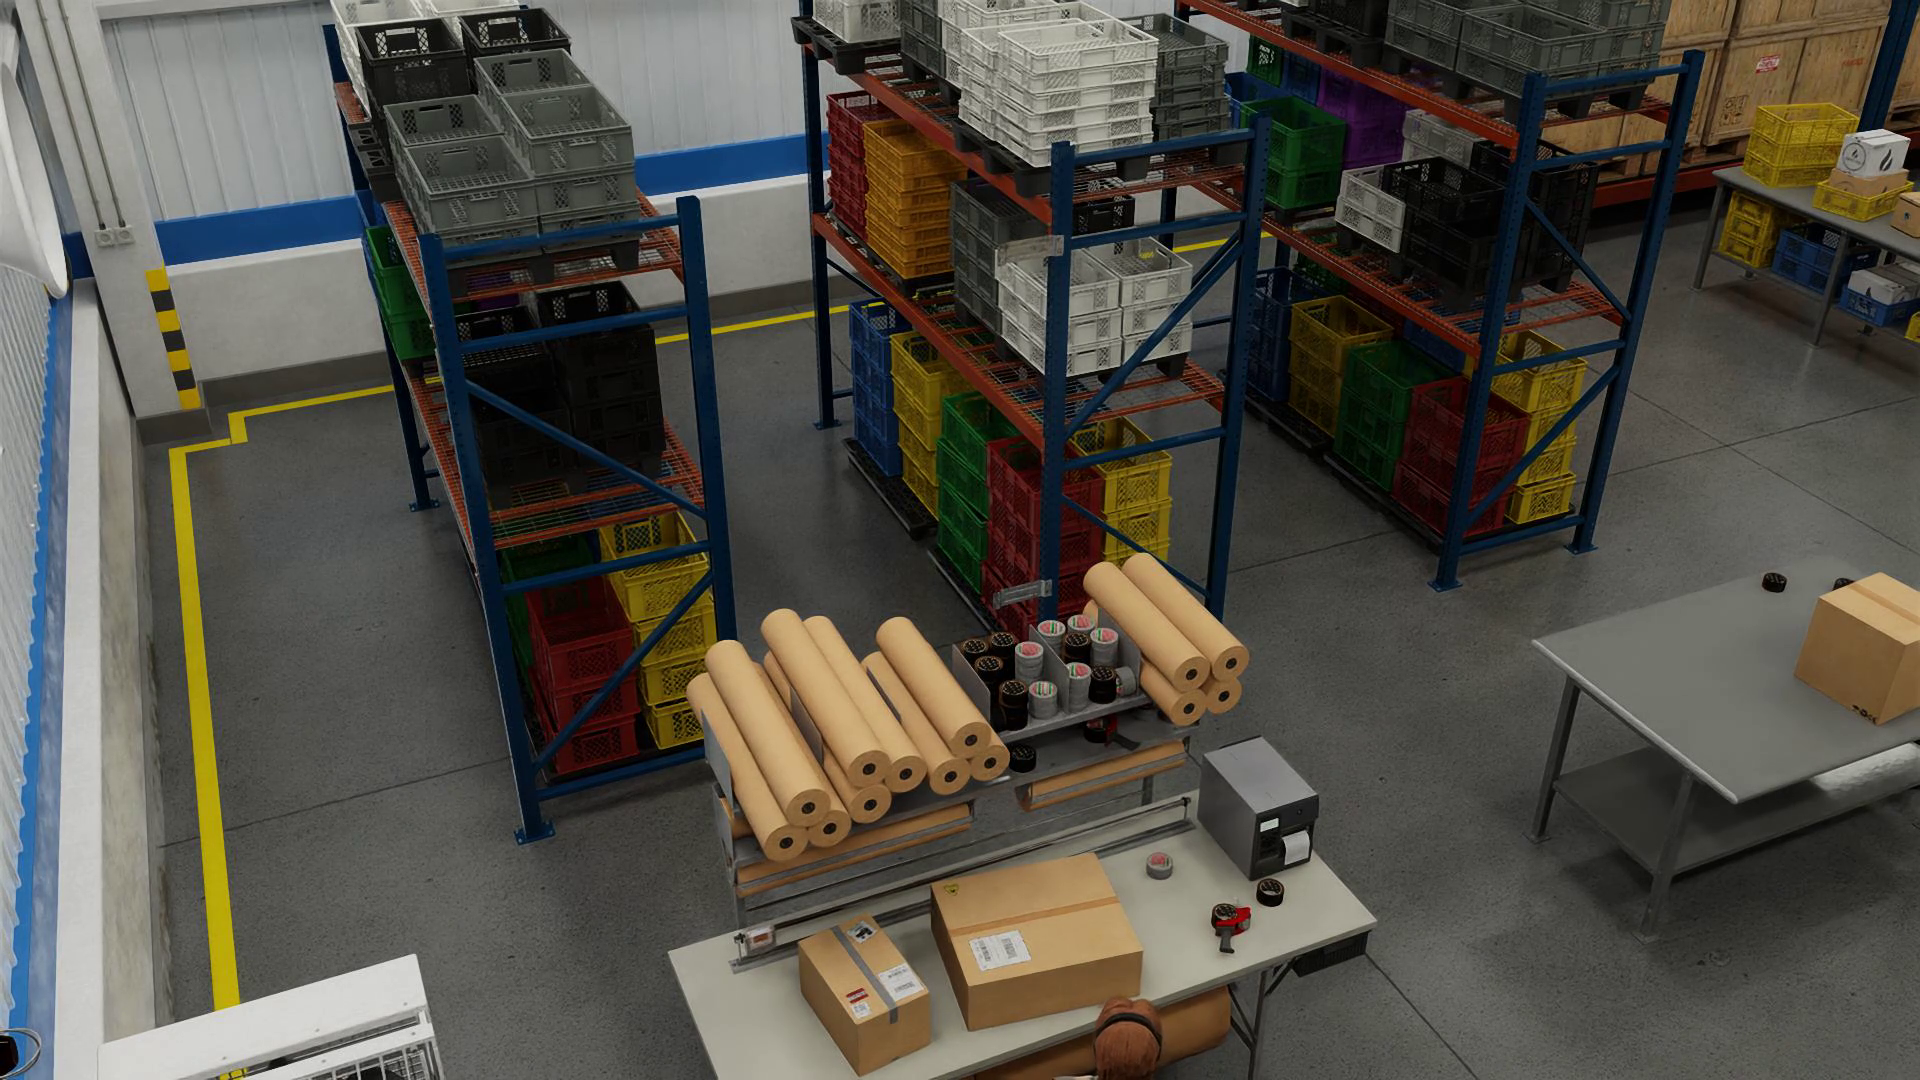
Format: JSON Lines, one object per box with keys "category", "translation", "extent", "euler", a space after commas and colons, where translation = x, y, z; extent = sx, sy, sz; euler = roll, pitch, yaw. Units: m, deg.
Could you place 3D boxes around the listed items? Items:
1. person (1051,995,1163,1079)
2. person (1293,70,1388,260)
{"category": "person", "translation": [0.485, 2.094, 5.251], "extent": [0.516, 1.634, 0.313], "euler": [1, 32, 2]}
{"category": "person", "translation": [3.212, -3.245, 13.690], "extent": [0.995, 1.886, 0.636], "euler": [18, 36, 27]}
